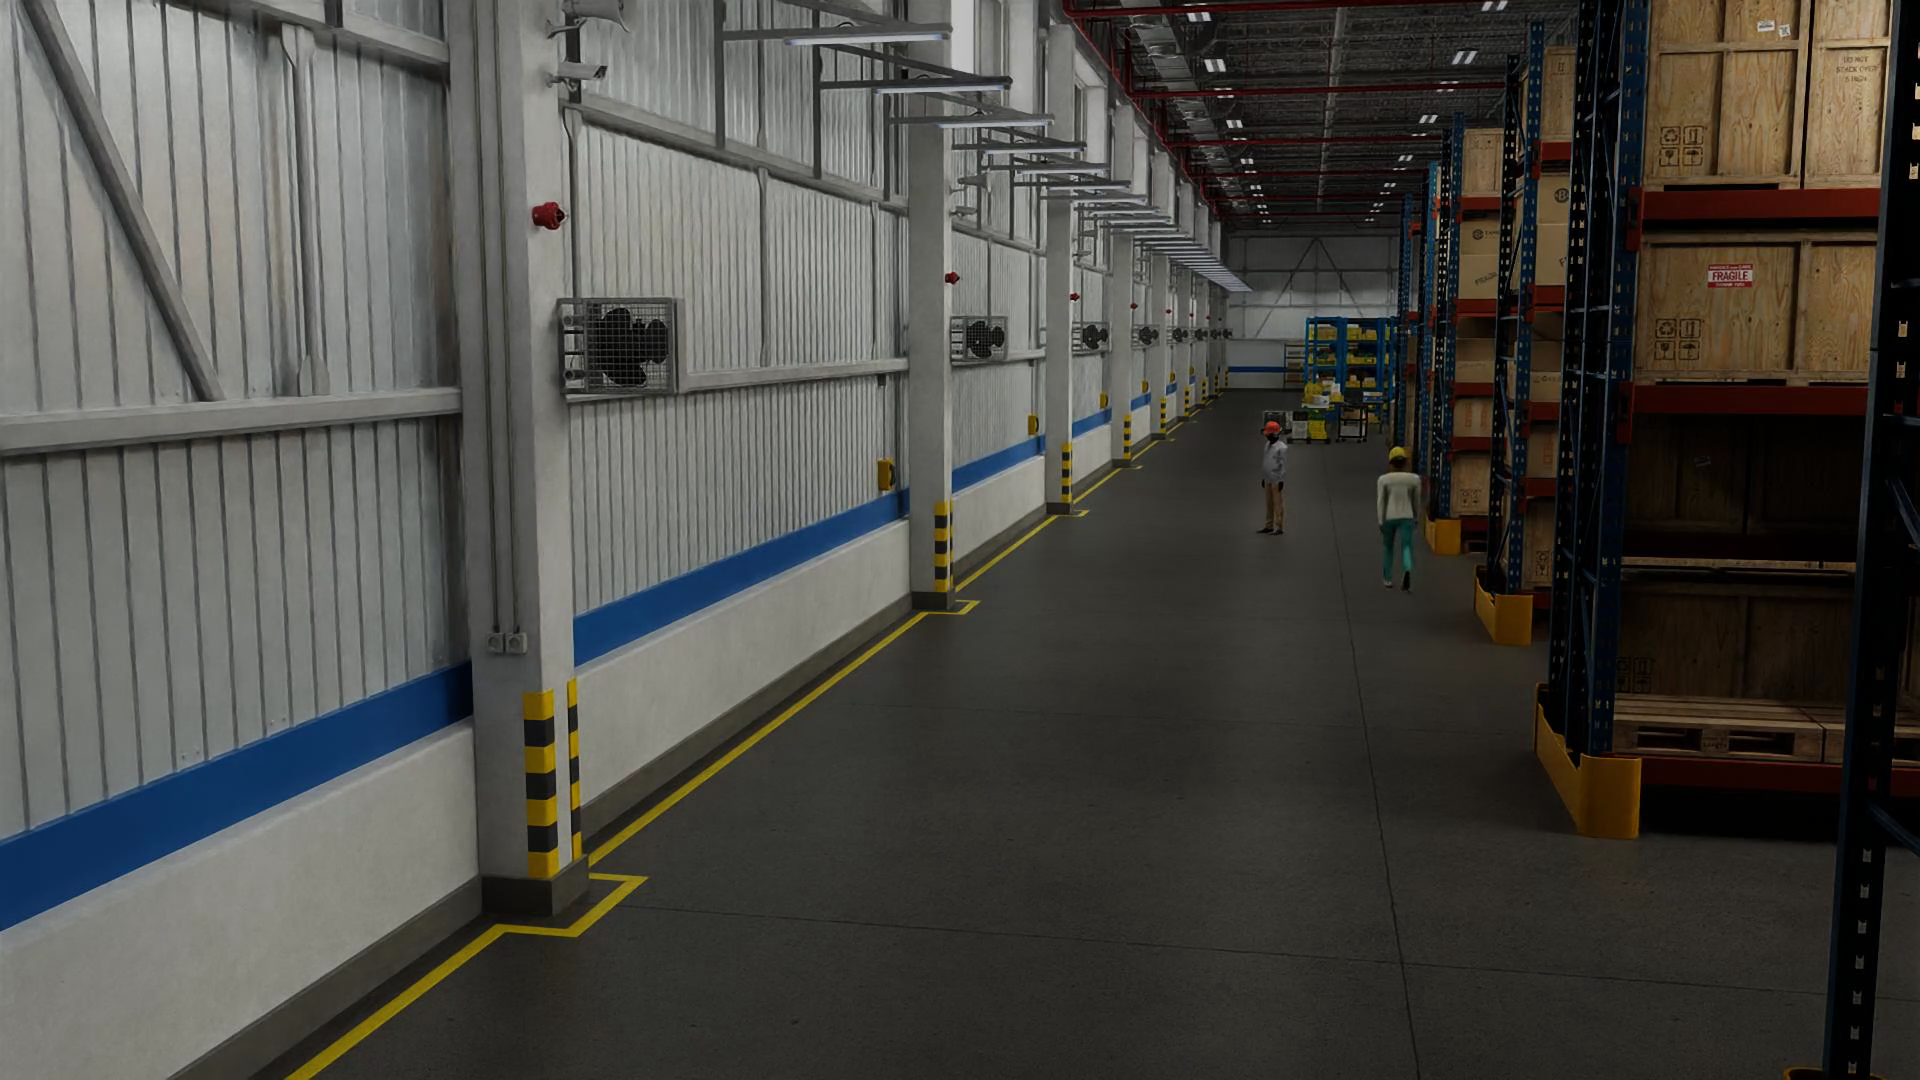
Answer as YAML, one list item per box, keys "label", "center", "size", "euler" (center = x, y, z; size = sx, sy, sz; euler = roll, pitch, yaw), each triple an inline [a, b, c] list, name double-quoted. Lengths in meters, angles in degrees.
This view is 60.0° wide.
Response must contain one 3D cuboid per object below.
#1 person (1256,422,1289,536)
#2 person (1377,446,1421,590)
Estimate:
- label: "person"
  center: [4.777, -0.940, 25.424]
  size: [0.337, 1.742, 0.561]
  euler: [-3, 8, -22]
- label: "person"
  center: [5.273, -0.258, 19.972]
  size: [0.525, 1.742, 0.690]
  euler: [1, 7, 8]
